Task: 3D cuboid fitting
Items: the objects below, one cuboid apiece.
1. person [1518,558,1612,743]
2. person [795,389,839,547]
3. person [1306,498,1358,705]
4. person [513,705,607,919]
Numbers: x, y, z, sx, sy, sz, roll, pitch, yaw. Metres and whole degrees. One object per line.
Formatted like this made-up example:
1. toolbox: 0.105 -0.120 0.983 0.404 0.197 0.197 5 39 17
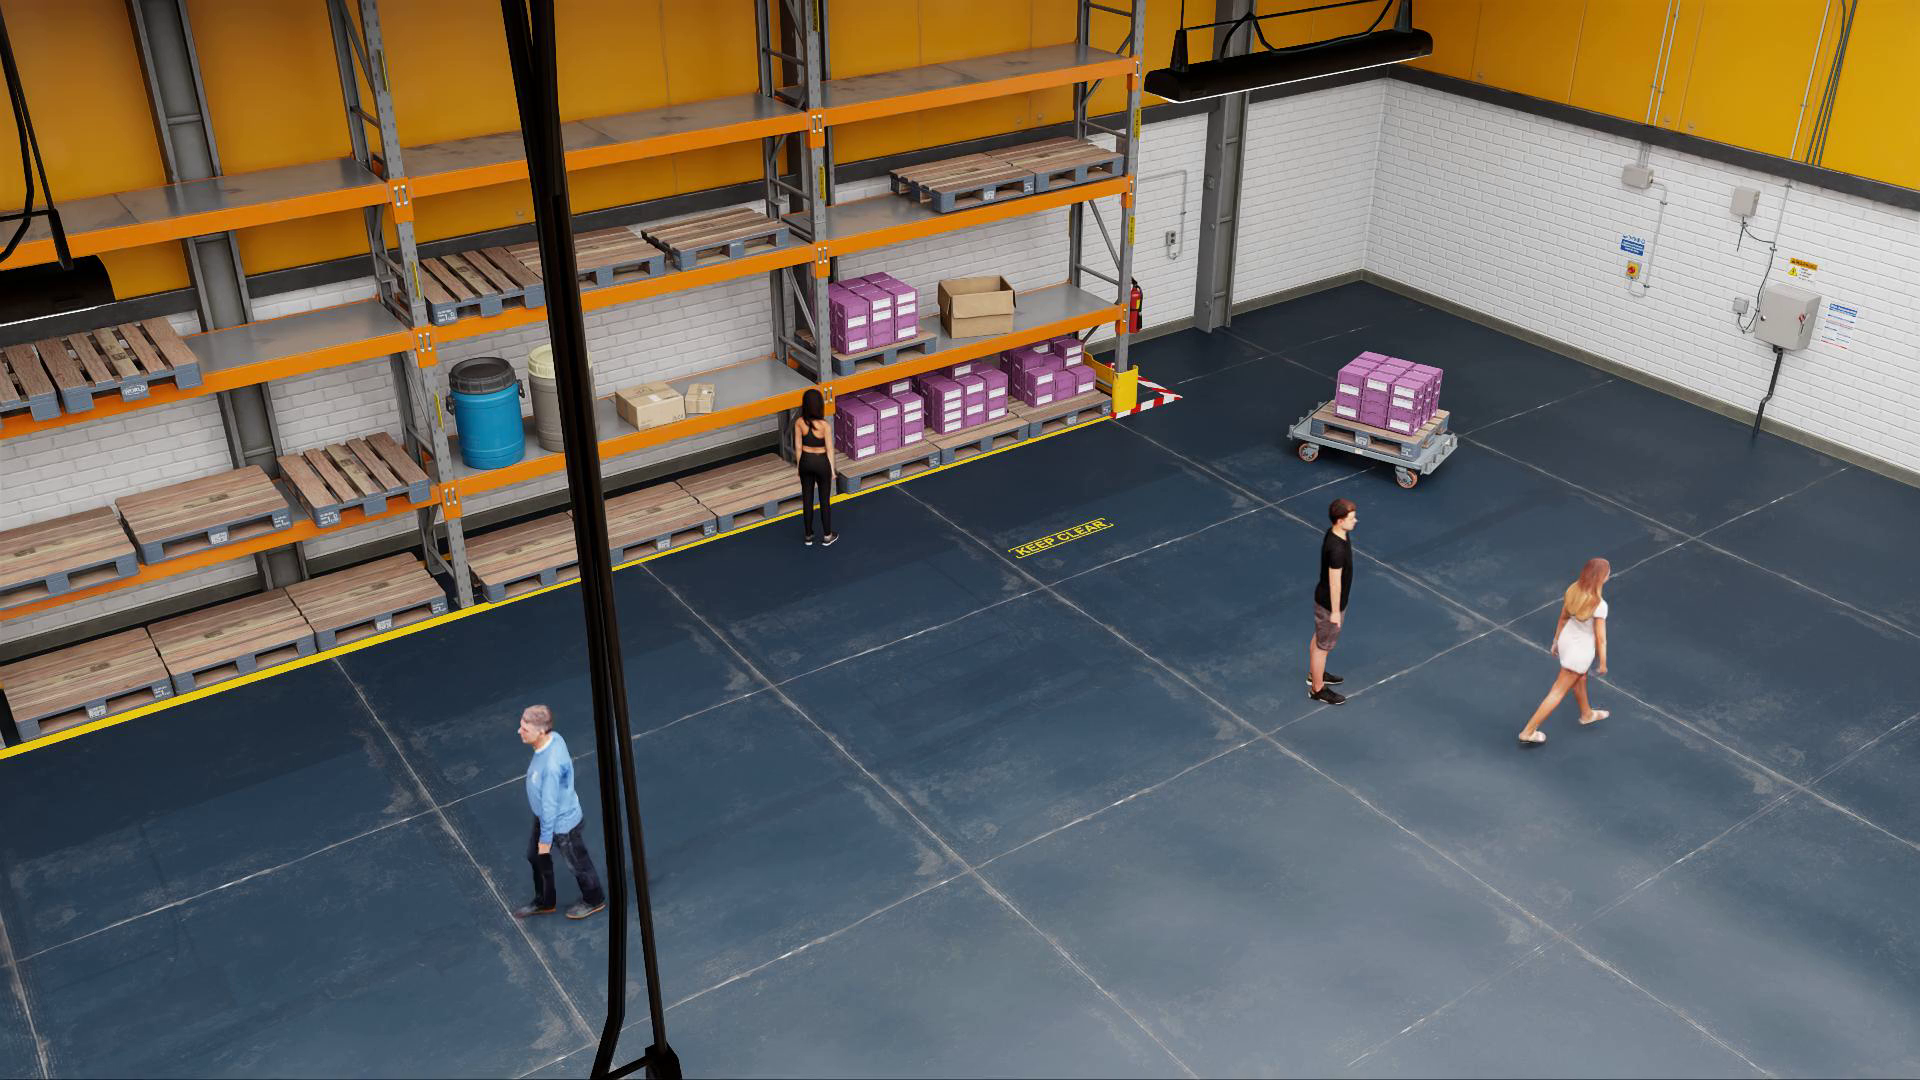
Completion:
1. person: 4.903 0.932 13.427 1.211 1.646 0.799 -10 30 -18
2. person: -1.437 -0.717 16.456 0.627 1.641 0.683 5 29 9
3. person: 3.128 0.481 14.029 0.818 1.862 0.757 5 29 9
4. person: -2.701 1.883 11.530 0.883 1.794 0.714 -15 32 -26
